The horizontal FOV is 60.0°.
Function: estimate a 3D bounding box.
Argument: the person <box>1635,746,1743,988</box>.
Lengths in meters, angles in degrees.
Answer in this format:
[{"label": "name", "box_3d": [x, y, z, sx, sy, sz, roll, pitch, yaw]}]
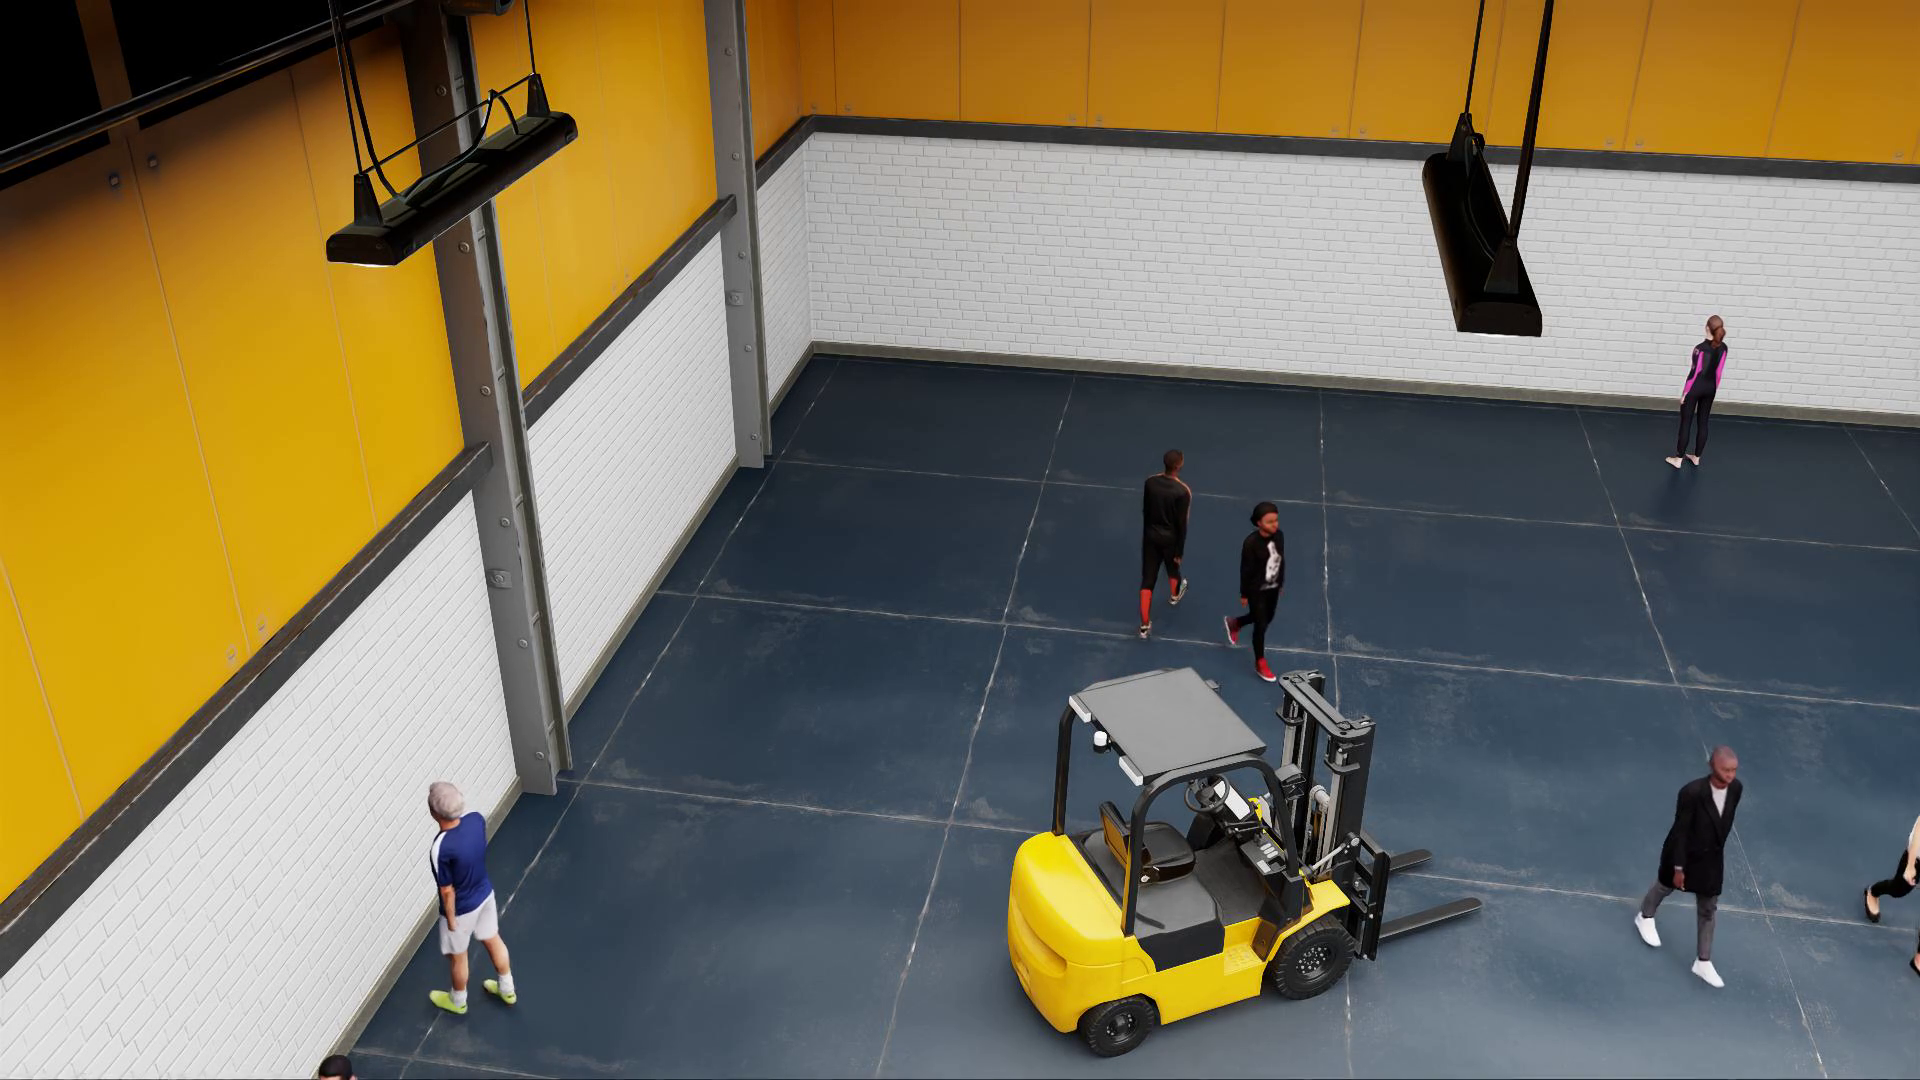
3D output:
[{"label": "person", "box_3d": [4.934, 2.085, 11.329, 0.873, 1.727, 1.132, -3, 29, -6]}]

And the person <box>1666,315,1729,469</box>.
[{"label": "person", "box_3d": [8.053, -1.621, 18.098, 0.636, 1.752, 0.669, -5, 29, -9]}]

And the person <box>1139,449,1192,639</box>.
[{"label": "person", "box_3d": [1.787, 0.060, 15.007, 0.849, 1.762, 1.240, 12, 31, 21]}]

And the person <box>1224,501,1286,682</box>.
[{"label": "person", "box_3d": [2.589, 0.389, 14.512, 0.970, 1.658, 1.052, -16, 32, -27]}]

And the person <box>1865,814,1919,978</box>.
[{"label": "person", "box_3d": [6.553, 2.115, 11.309, 0.630, 1.694, 1.082, 3, 29, 5]}]

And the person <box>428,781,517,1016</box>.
[{"label": "person", "box_3d": [-3.159, 2.323, 10.775, 0.797, 1.842, 0.777, 11, 30, 19]}]
